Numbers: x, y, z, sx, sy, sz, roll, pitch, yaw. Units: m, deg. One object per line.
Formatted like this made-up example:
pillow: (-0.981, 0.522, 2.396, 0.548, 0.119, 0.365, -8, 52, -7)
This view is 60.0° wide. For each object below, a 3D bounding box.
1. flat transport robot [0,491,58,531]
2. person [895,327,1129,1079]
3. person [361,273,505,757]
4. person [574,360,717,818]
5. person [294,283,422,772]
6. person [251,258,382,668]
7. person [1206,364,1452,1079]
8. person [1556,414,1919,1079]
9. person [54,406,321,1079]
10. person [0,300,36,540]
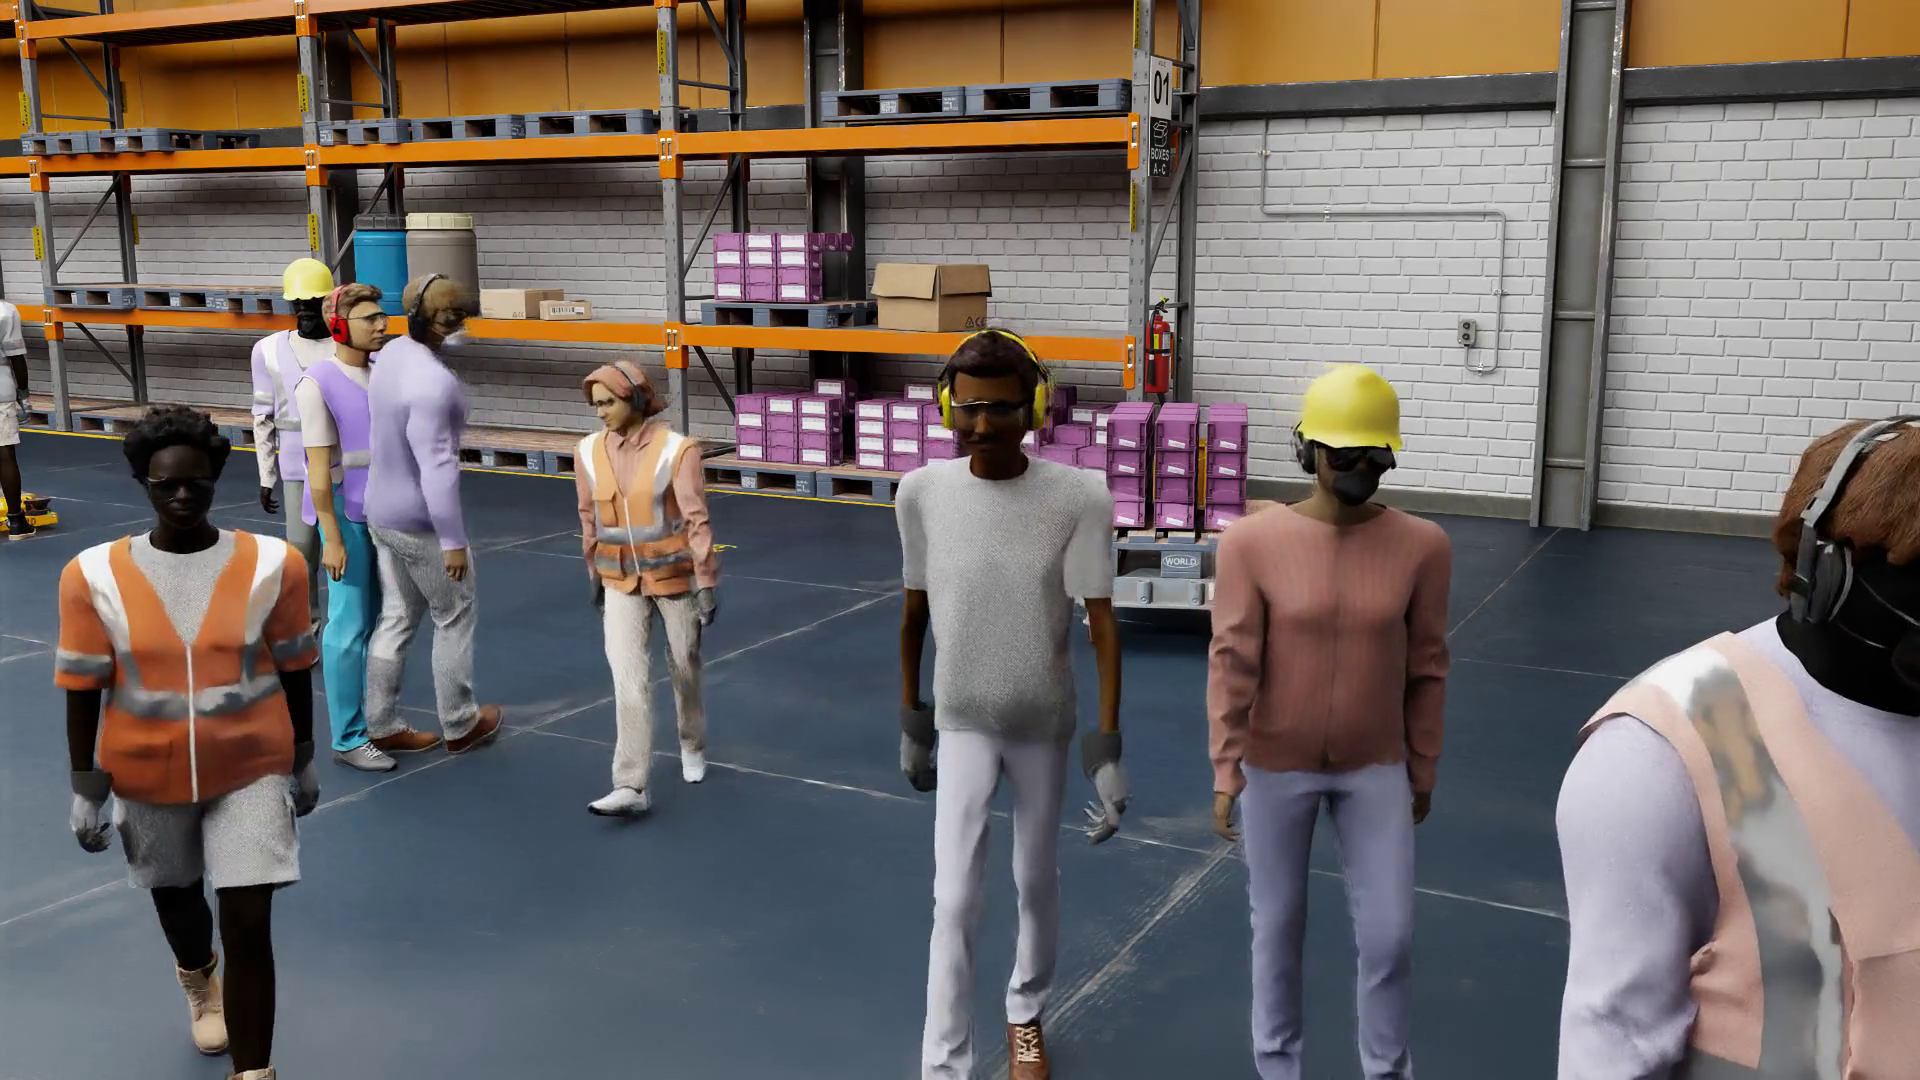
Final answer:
flat transport robot: (-7.041, -0.227, 11.669, 1.431, 0.197, 0.652, 7, 12, 33)
person: (0.110, 0.457, 3.658, 0.541, 1.820, 0.920, 1, 10, 7)
person: (-2.001, -0.068, 6.364, 0.589, 1.895, 0.688, -8, 13, -38)
person: (-1.105, 0.162, 5.909, 0.569, 1.585, 0.827, 2, 11, 11)
person: (-2.304, -0.054, 6.393, 0.389, 1.850, 0.567, 2, 11, 10)
person: (-2.928, -0.325, 7.663, 0.591, 1.925, 0.385, -2, 11, -13)
person: (0.794, 0.503, 3.595, 0.542, 1.761, 0.394, 0, 10, 1)
person: (0.968, 0.773, 1.885, 0.633, 1.839, 0.429, -3, 11, -16)
person: (-1.745, 0.508, 3.816, 0.534, 1.660, 0.864, -4, 11, -20)
person: (-6.500, -0.958, 11.028, 0.613, 1.964, 0.361, -4, 11, -21)
